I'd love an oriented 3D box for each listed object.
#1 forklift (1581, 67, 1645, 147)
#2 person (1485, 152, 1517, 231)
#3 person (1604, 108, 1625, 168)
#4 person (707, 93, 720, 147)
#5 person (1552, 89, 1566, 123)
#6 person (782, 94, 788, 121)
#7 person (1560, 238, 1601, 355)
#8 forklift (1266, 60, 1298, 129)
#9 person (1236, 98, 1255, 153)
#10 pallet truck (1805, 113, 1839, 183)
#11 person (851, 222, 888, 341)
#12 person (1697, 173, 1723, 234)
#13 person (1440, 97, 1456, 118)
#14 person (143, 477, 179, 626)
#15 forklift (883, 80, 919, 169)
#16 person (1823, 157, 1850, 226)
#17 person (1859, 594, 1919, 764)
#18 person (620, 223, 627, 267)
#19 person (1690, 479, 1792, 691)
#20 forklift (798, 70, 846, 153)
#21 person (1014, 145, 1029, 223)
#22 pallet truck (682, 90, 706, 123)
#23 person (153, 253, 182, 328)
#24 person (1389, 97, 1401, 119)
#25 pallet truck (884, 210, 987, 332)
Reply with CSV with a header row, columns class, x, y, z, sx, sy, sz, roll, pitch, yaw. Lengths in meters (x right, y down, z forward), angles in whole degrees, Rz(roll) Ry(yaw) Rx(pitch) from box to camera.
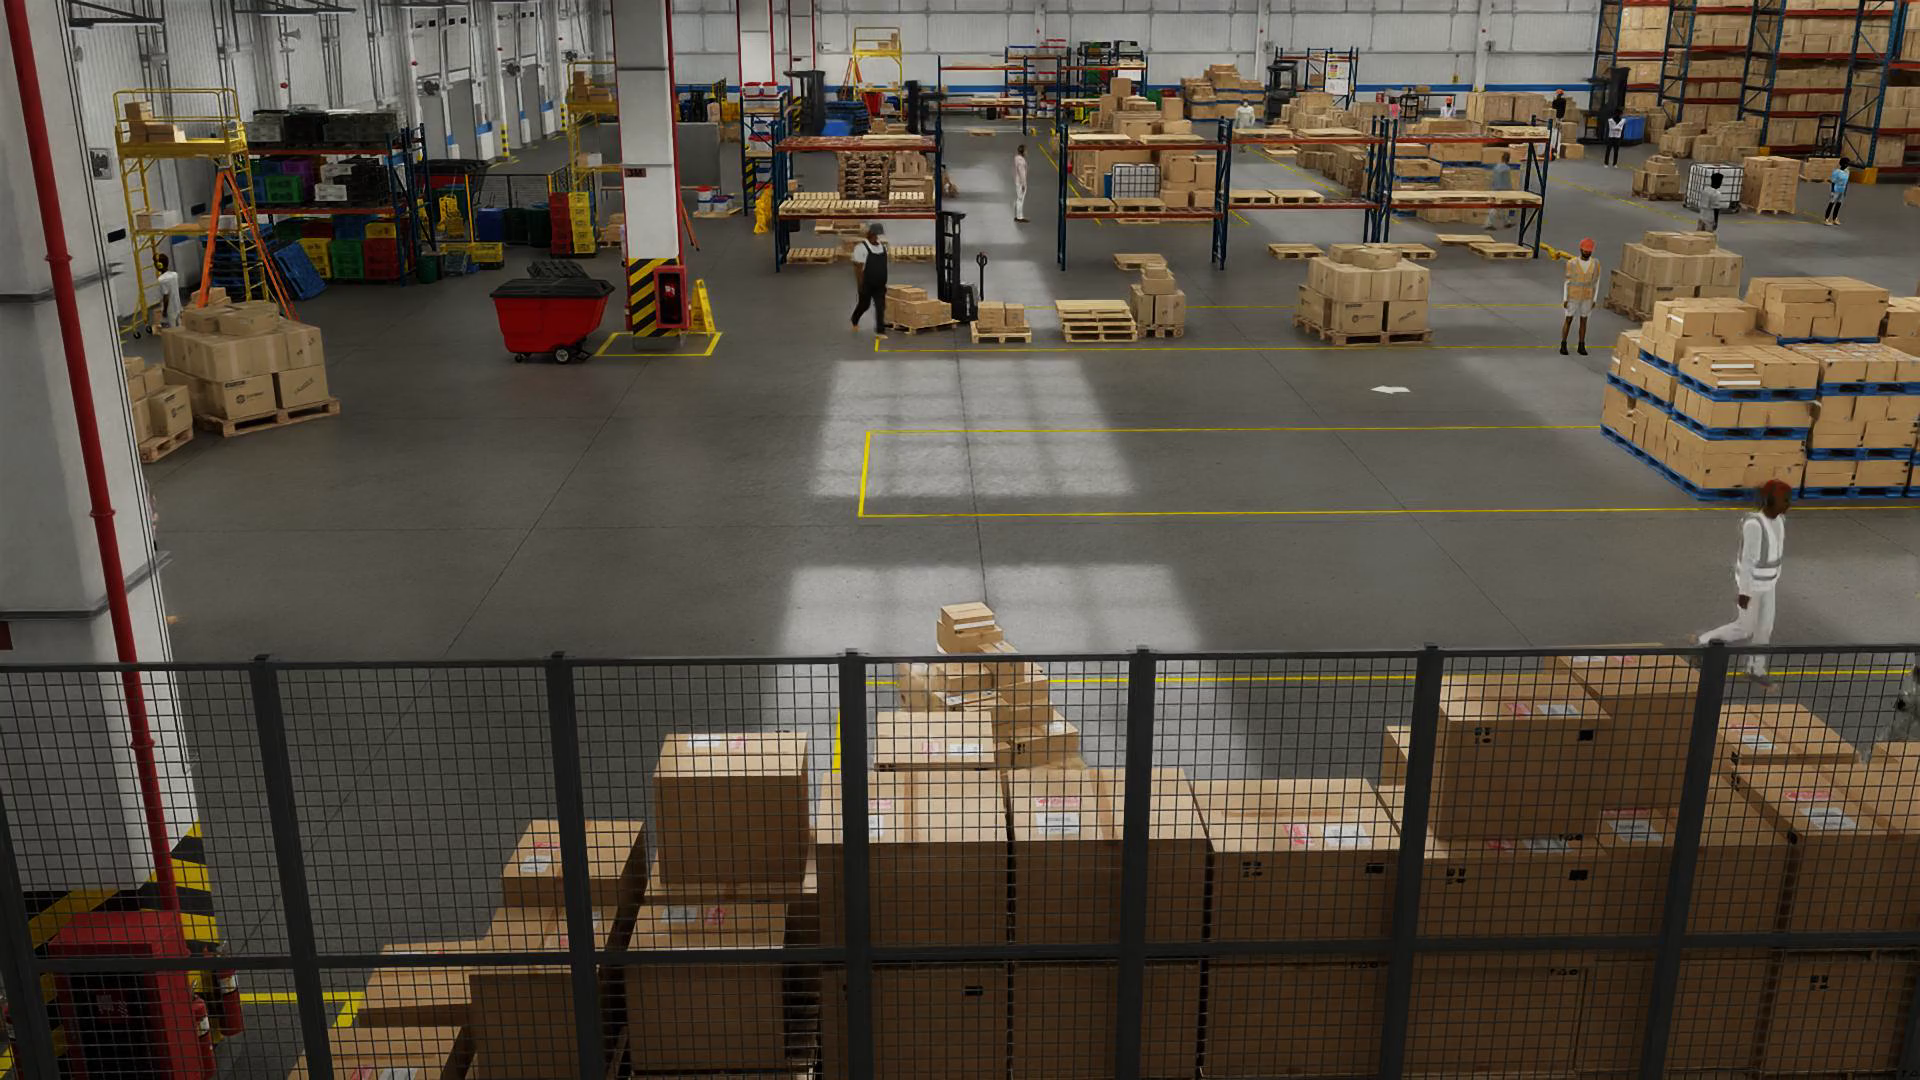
class,x,y,z,sx,sy,sz,roll,pitch,yaw
forklift,24.185,-15.962,61.225,1.873,2.768,1.129,17,25,41
person,13.334,-8.517,40.656,0.963,1.898,0.664,-1,19,-4
person,21.332,-13.100,54.235,0.592,1.910,0.386,2,19,7
person,-9.035,-15.361,60.910,0.371,1.927,0.588,14,23,35
person,22.369,-15.858,62.281,0.612,1.995,0.378,-8,20,-22
person,-7.004,-16.864,65.801,0.572,1.647,0.846,4,19,11
person,10.114,-3.961,27.097,0.542,1.928,0.400,2,19,6
forklift,13.000,-17.817,66.726,1.129,2.768,1.873,8,20,22
person,10.087,-14.621,58.756,0.638,1.905,0.885,-1,19,-2
pallet truck,26.403,-11.957,50.702,0.823,1.965,1.885,6,19,16
person,-1.534,-4.458,28.391,0.686,2.000,0.805,-12,22,-32
person,16.142,-6.928,35.857,0.382,1.958,0.606,-3,19,-9
person,17.360,-14.813,59.284,0.543,1.928,0.372,7,20,20
person,-7.775,-0.065,15.672,0.624,1.841,0.430,13,22,33
forklift,-1.527,-13.236,53.138,1.873,2.768,1.129,-1,19,-1
person,21.905,-8.688,41.485,0.532,1.691,0.322,-8,20,-23
person,7.174,1.103,12.412,0.891,1.687,0.506,16,24,39
person,-6.093,-5.335,31.167,0.587,1.927,0.367,-17,25,-40
person,6.829,0.356,14.382,0.588,1.865,0.691,-13,23,-35
forklift,-5.084,-15.224,59.033,1.873,2.768,1.129,-10,21,-26
person,1.541,-9.009,42.046,0.359,1.938,0.635,-4,19,-11
pallet truck,-9.671,-15.907,62.421,0.823,1.965,1.885,5,19,15
person,-12.313,-3.537,25.934,0.329,1.865,0.507,0,19,0
person,15.662,-15.140,60.398,0.620,1.837,0.430,-7,20,-21
pallet truck,-0.493,-4.759,29.349,1.885,1.965,0.823,-13,23,-34
